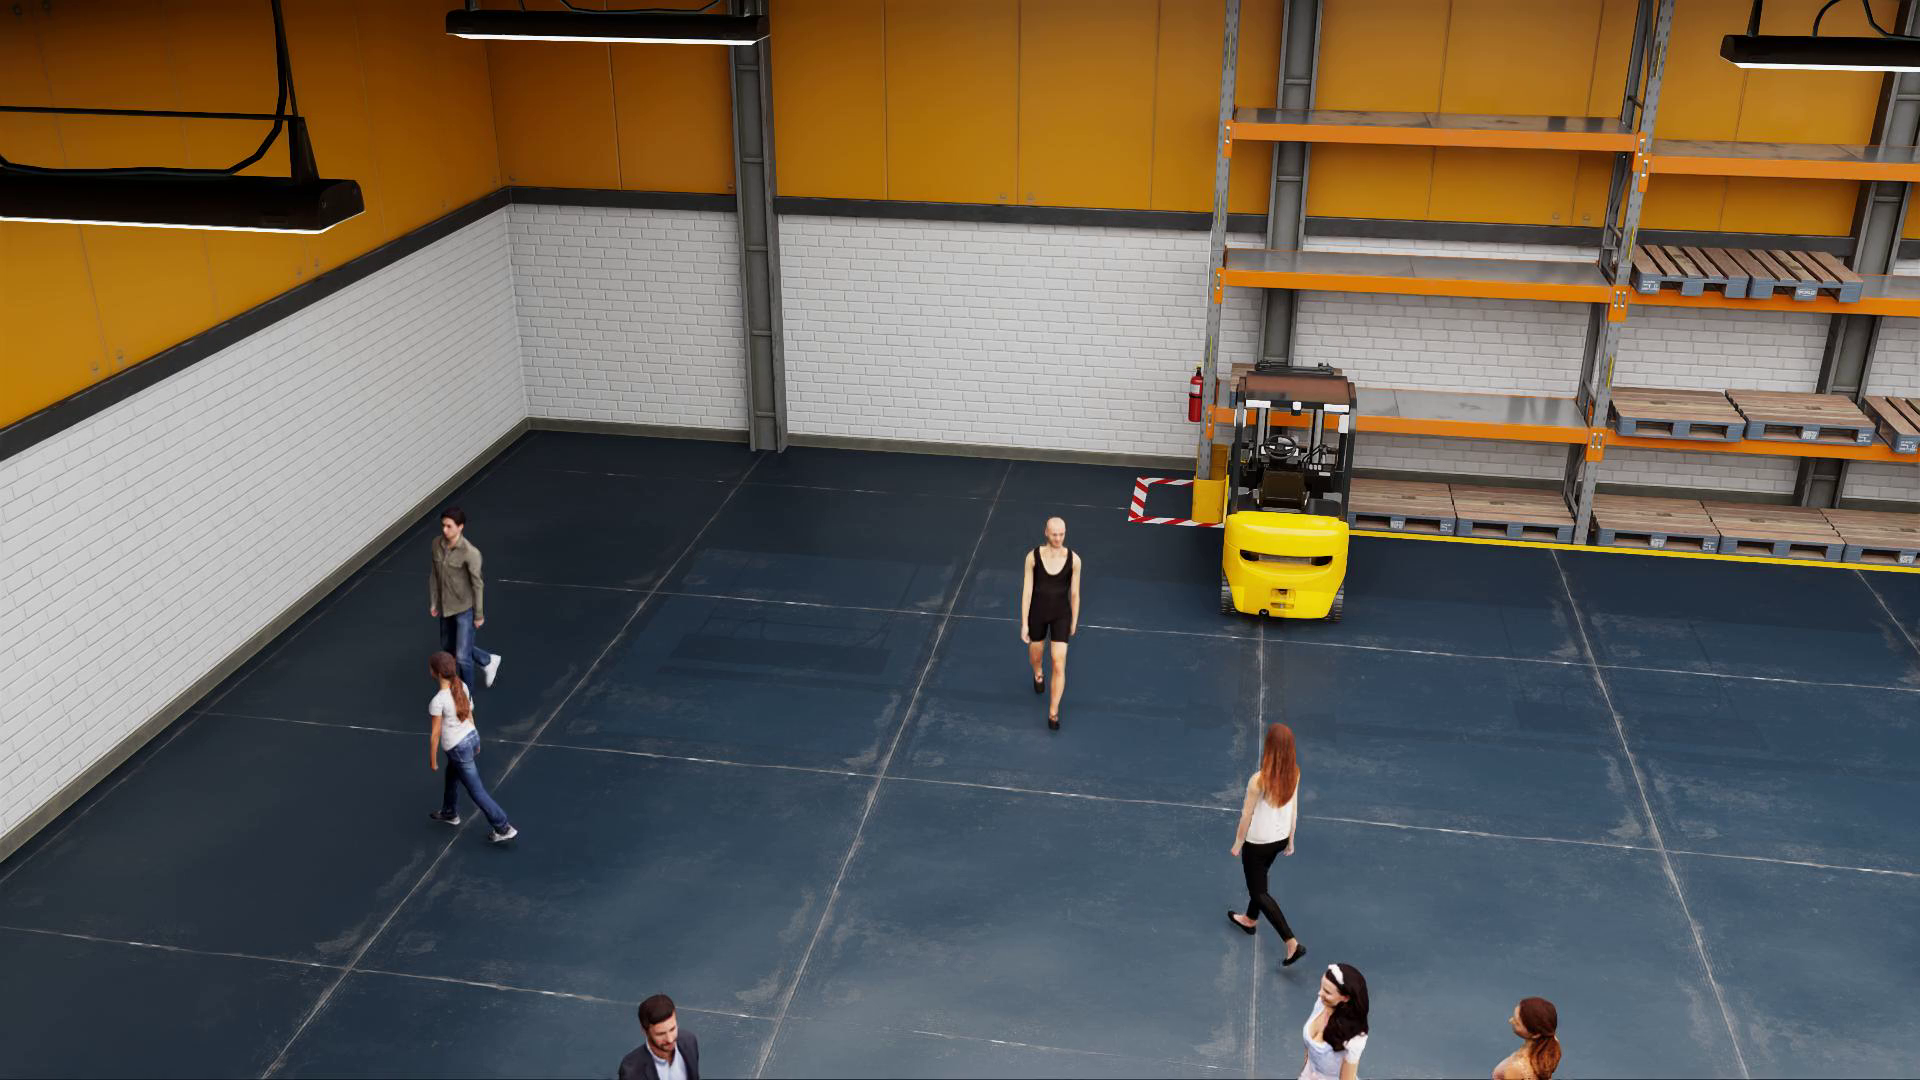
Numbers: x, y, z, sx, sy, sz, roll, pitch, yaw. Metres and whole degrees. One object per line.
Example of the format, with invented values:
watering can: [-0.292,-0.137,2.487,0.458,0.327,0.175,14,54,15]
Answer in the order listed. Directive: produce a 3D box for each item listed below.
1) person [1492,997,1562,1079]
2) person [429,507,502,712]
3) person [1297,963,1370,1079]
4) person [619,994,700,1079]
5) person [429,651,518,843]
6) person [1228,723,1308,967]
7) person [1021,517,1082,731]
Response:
person: [2.892,3.097,8.439,0.846,1.808,0.907,-12,27,-26]
person: [-4.230,0.559,14.191,1.062,1.853,1.014,14,27,29]
person: [2.000,2.971,8.744,1.136,1.796,0.937,-7,24,-15]
person: [-1.556,3.073,8.502,1.227,1.803,1.325,-18,29,-35]
person: [-3.646,1.557,12.321,1.100,1.521,0.679,8,25,17]
person: [2.082,2.031,11.011,1.002,1.702,1.061,-16,28,-32]
person: [0.742,0.634,14.104,1.098,1.784,0.811,1,24,2]
